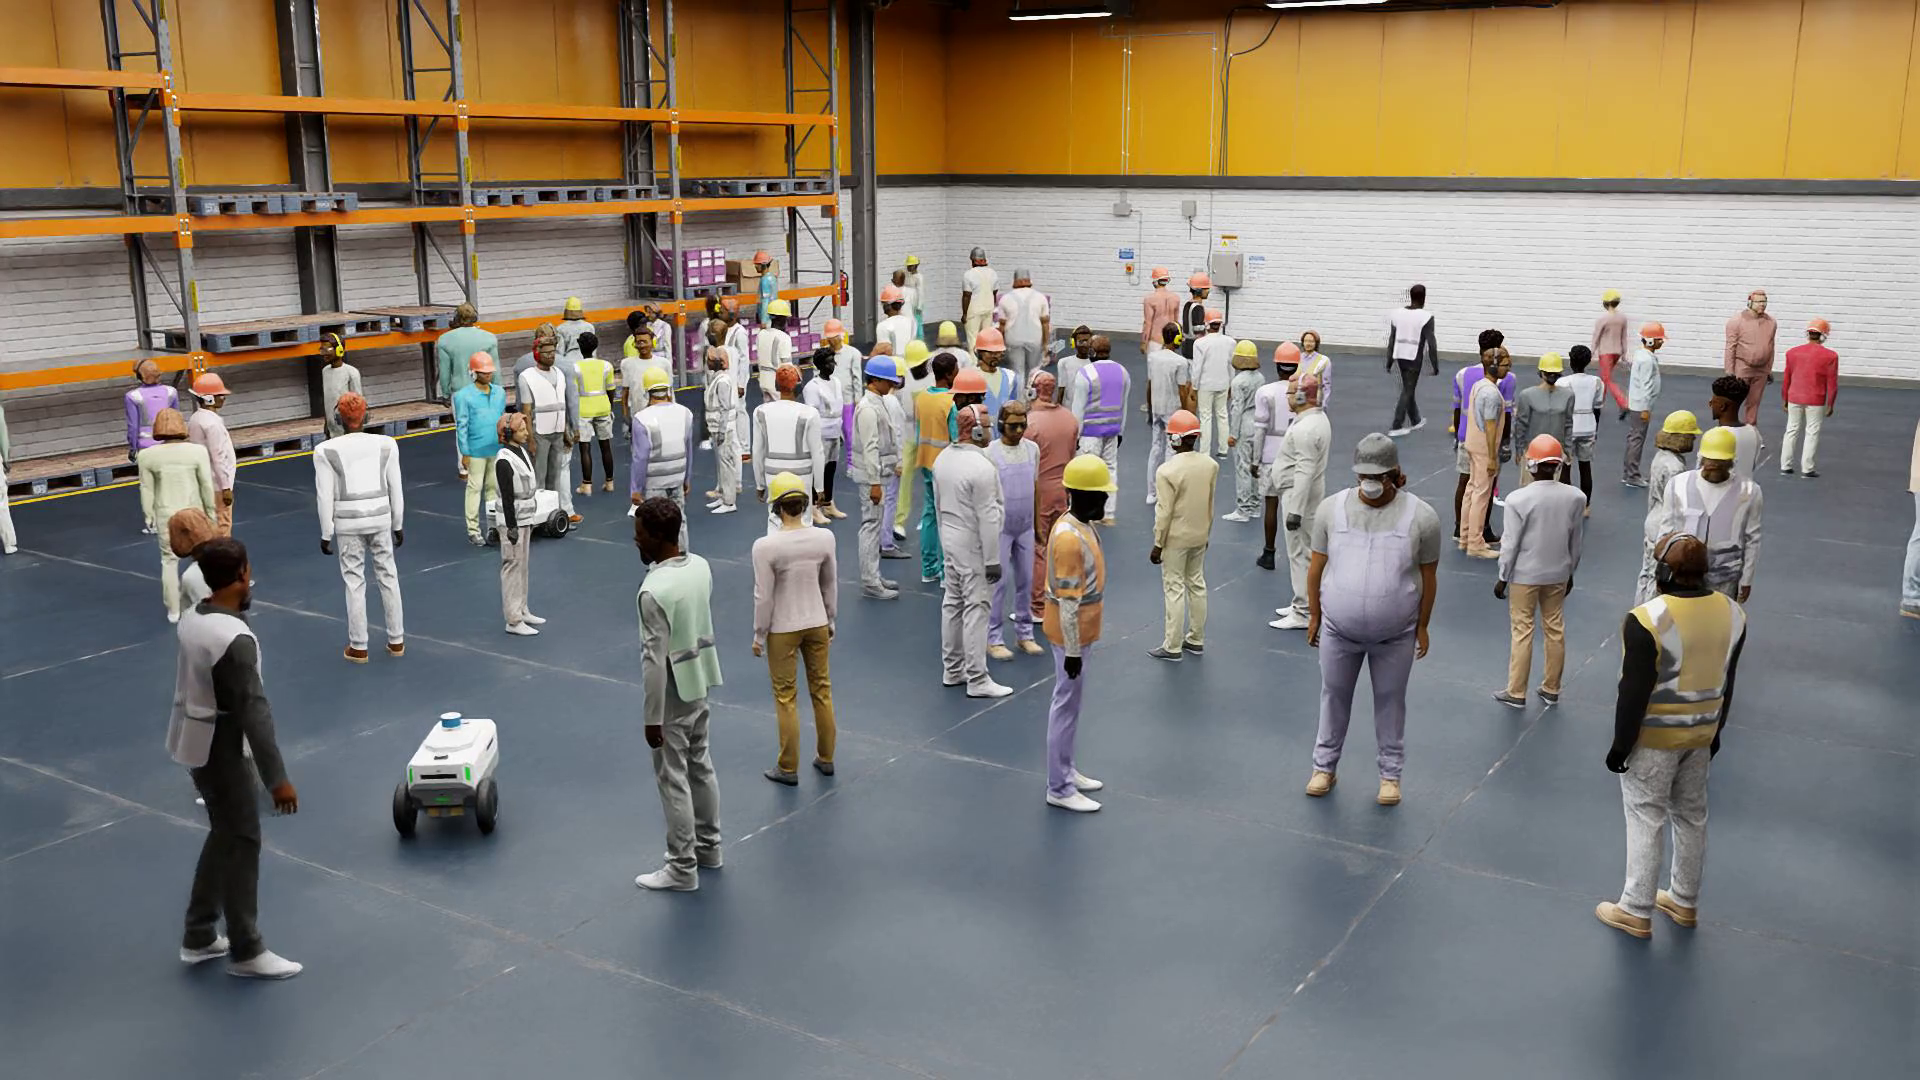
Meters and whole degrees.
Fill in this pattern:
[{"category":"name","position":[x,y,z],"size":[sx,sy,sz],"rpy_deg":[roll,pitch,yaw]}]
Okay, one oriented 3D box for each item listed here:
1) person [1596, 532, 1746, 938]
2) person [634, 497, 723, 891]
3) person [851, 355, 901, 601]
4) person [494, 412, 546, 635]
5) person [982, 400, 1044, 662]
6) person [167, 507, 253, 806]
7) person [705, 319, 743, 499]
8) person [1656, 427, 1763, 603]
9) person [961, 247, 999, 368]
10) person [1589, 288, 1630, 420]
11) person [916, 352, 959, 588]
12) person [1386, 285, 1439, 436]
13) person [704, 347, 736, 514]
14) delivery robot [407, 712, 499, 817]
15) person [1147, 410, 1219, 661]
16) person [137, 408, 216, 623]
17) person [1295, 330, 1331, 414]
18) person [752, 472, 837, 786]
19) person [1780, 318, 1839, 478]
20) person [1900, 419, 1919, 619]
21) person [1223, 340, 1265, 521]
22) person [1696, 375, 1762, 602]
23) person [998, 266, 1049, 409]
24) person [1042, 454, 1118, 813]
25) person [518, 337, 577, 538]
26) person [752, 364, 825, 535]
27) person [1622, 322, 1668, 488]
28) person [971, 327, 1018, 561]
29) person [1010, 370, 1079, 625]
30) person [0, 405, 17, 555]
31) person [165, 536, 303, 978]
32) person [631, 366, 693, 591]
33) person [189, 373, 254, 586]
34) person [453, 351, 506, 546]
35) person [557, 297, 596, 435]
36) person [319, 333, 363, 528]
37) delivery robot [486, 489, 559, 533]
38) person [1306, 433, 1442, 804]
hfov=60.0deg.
[{"category":"person","position":[3.164,0.871,7.467],"size":[0.633,1.841,0.429],"rpy_deg":[-5,14,-21]},{"category":"person","position":[-1.344,0.733,7.924],"size":[0.390,1.910,0.592],"rpy_deg":[4,13,15]},{"category":"person","position":[-0.663,-0.499,13.196],"size":[0.400,1.938,0.602],"rpy_deg":[0,13,0]},{"category":"person","position":[-3.258,-0.125,12.227],"size":[0.306,1.640,0.523],"rpy_deg":[-1,13,-2]},{"category":"person","position":[0.347,-0.069,11.566],"size":[0.518,1.836,0.345],"rpy_deg":[-8,15,-32]},{"category":"person","position":[-4.052,0.624,8.994],"size":[0.294,1.632,0.501],"rpy_deg":[-1,13,-6]},{"category":"person","position":[-2.437,-1.337,17.035],"size":[0.327,1.843,0.514],"rpy_deg":[6,14,23]},{"category":"person","position":[4.692,0.186,10.474],"size":[0.591,1.826,0.403],"rpy_deg":[6,14,26]},{"category":"person","position":[0.260,-3.731,26.990],"size":[0.688,2.000,0.536],"rpy_deg":[-10,16,-37]},{"category":"person","position":[8.753,-2.497,22.297],"size":[0.528,1.733,0.817],"rpy_deg":[-7,15,-27]},{"category":"person","position":[-0.144,-0.567,13.535],"size":[0.392,1.919,0.592],"rpy_deg":[-9,16,-35]},{"category":"person","position":[5.786,-2.279,21.028],"size":[0.923,1.876,0.627],"rpy_deg":[-10,16,-36]},{"category":"person","position":[-2.356,-1.083,16.383],"size":[0.307,1.640,0.520],"rpy_deg":[-3,13,-15]},{"category":"delivery robot","position":[-2.687,1.158,8.831],"size":[0.477,0.478,0.707],"rpy_deg":[-1,13,-4]},{"category":"person","position":[1.535,-0.034,11.581],"size":[0.563,1.751,0.330],"rpy_deg":[-11,17,-40]},{"category":"person","position":[-5.870,-0.180,12.506],"size":[0.504,1.628,0.276],"rpy_deg":[-4,14,-18]},{"category":"person","position":[3.743,-1.448,17.956],"size":[0.514,1.645,0.307],"rpy_deg":[8,15,33]},{"category":"person","position":[-0.931,0.492,9.296],"size":[0.530,1.757,0.338],"rpy_deg":[-9,16,-34]},{"category":"person","position":[9.298,-1.550,18.195],"size":[0.355,1.737,0.574],"rpy_deg":[-11,17,-40]},{"category":"person","position":[7.416,-0.396,12.626],"size":[0.377,1.995,0.608],"rpy_deg":[8,15,32]},{"category":"person","position":[2.732,-1.051,16.014],"size":[0.312,1.744,0.487],"rpy_deg":[11,17,41]},{"category":"person","position":[5.379,-0.188,11.785],"size":[0.612,1.965,0.361],"rpy_deg":[-10,16,-38]},{"category":"person","position":[0.853,-2.734,22.667],"size":[0.689,2.000,0.541],"rpy_deg":[0,13,-2]},{"category":"person","position":[0.642,0.487,8.941],"size":[0.387,1.926,0.591],"rpy_deg":[2,13,9]},{"category":"person","position":[-3.837,-0.963,15.407],"size":[0.390,1.847,0.563],"rpy_deg":[6,14,25]},{"category":"person","position":[-1.333,-0.434,13.034],"size":[0.581,1.882,0.339],"rpy_deg":[4,14,17]},{"category":"person","position":[7.290,-1.444,17.695],"size":[0.339,1.752,0.564],"rpy_deg":[4,14,16]},{"category":"person","position":[0.251,-0.808,14.306],"size":[0.608,2.044,0.370],"rpy_deg":[-8,15,-32]},{"category":"person","position":[0.599,-0.322,12.497],"size":[0.403,1.906,0.651],"rpy_deg":[11,17,40]},{"category":"person","position":[-8.557,-0.649,14.497],"size":[0.514,1.642,0.314],"rpy_deg":[-9,16,-34]},{"category":"person","position":[-3.112,0.951,7.018],"size":[0.434,1.898,0.781],"rpy_deg":[-10,16,-37]},{"category":"person","position":[-2.406,-0.482,13.358],"size":[0.404,1.829,0.600],"rpy_deg":[10,16,37]},{"category":"person","position":[-6.035,-0.482,13.524],"size":[0.324,1.752,0.562],"rpy_deg":[-11,17,-39]},{"category":"person","position":[-4.290,-0.837,15.065],"size":[0.342,1.751,0.564],"rpy_deg":[9,15,33]},{"category":"person","position":[-4.801,-2.167,20.856],"size":[0.483,1.745,0.300],"rpy_deg":[-5,14,-20]},{"category":"person","position":[-5.774,-1.008,15.557],"size":[0.533,1.868,0.310],"rpy_deg":[8,15,31]},{"category":"delivery robot","position":[-3.981,-0.295,15.134],"size":[0.477,0.478,0.707],"rpy_deg":[6,14,24]},{"category":"person","position":[2.199,0.426,8.957],"size":[0.688,2.000,0.536],"rpy_deg":[5,14,20]}]
